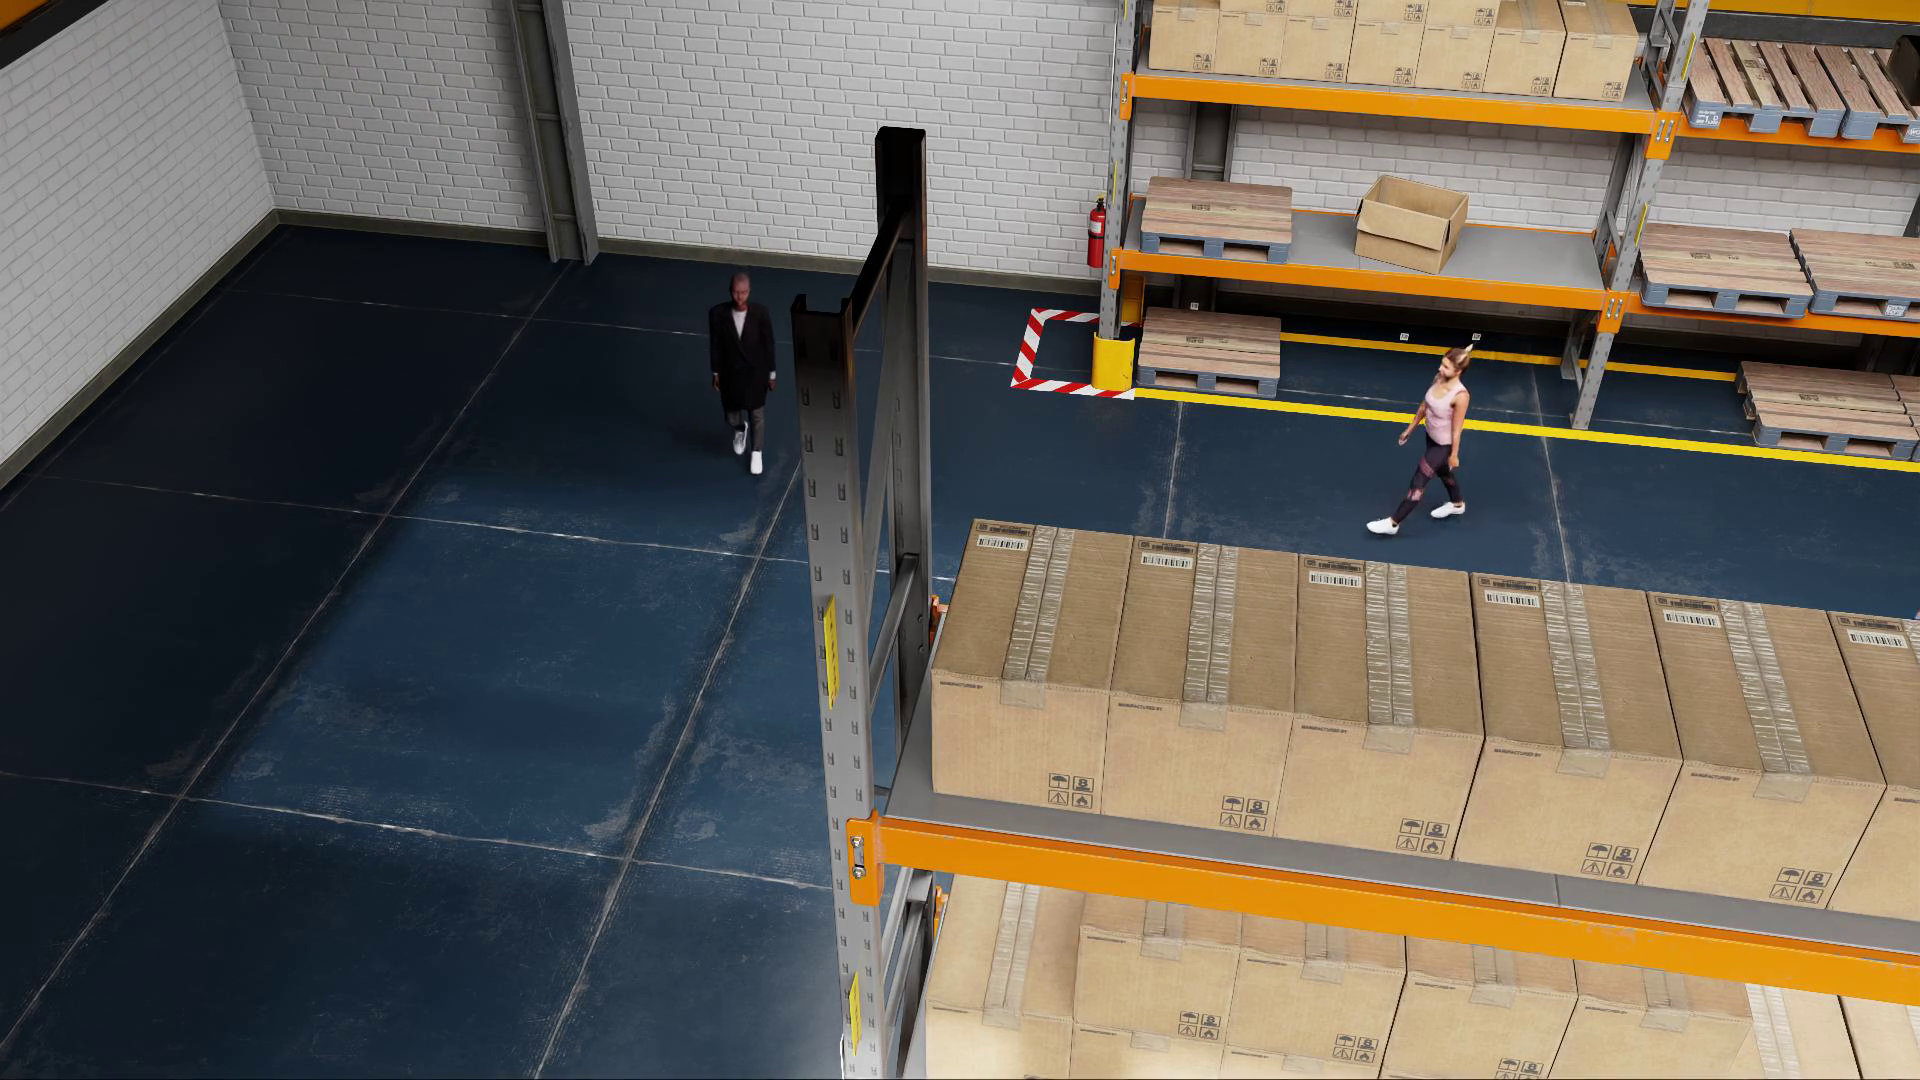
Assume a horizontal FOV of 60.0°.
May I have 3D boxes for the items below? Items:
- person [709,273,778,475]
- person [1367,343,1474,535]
[{"bbox_3d":[-1.688,-1.352,13.019,0.758,1.748,0.822,-3,39,-3],"label":"person"},{"bbox_3d":[3.642,-0.748,12.383,1.153,1.598,0.823,-6,39,-7],"label":"person"}]
